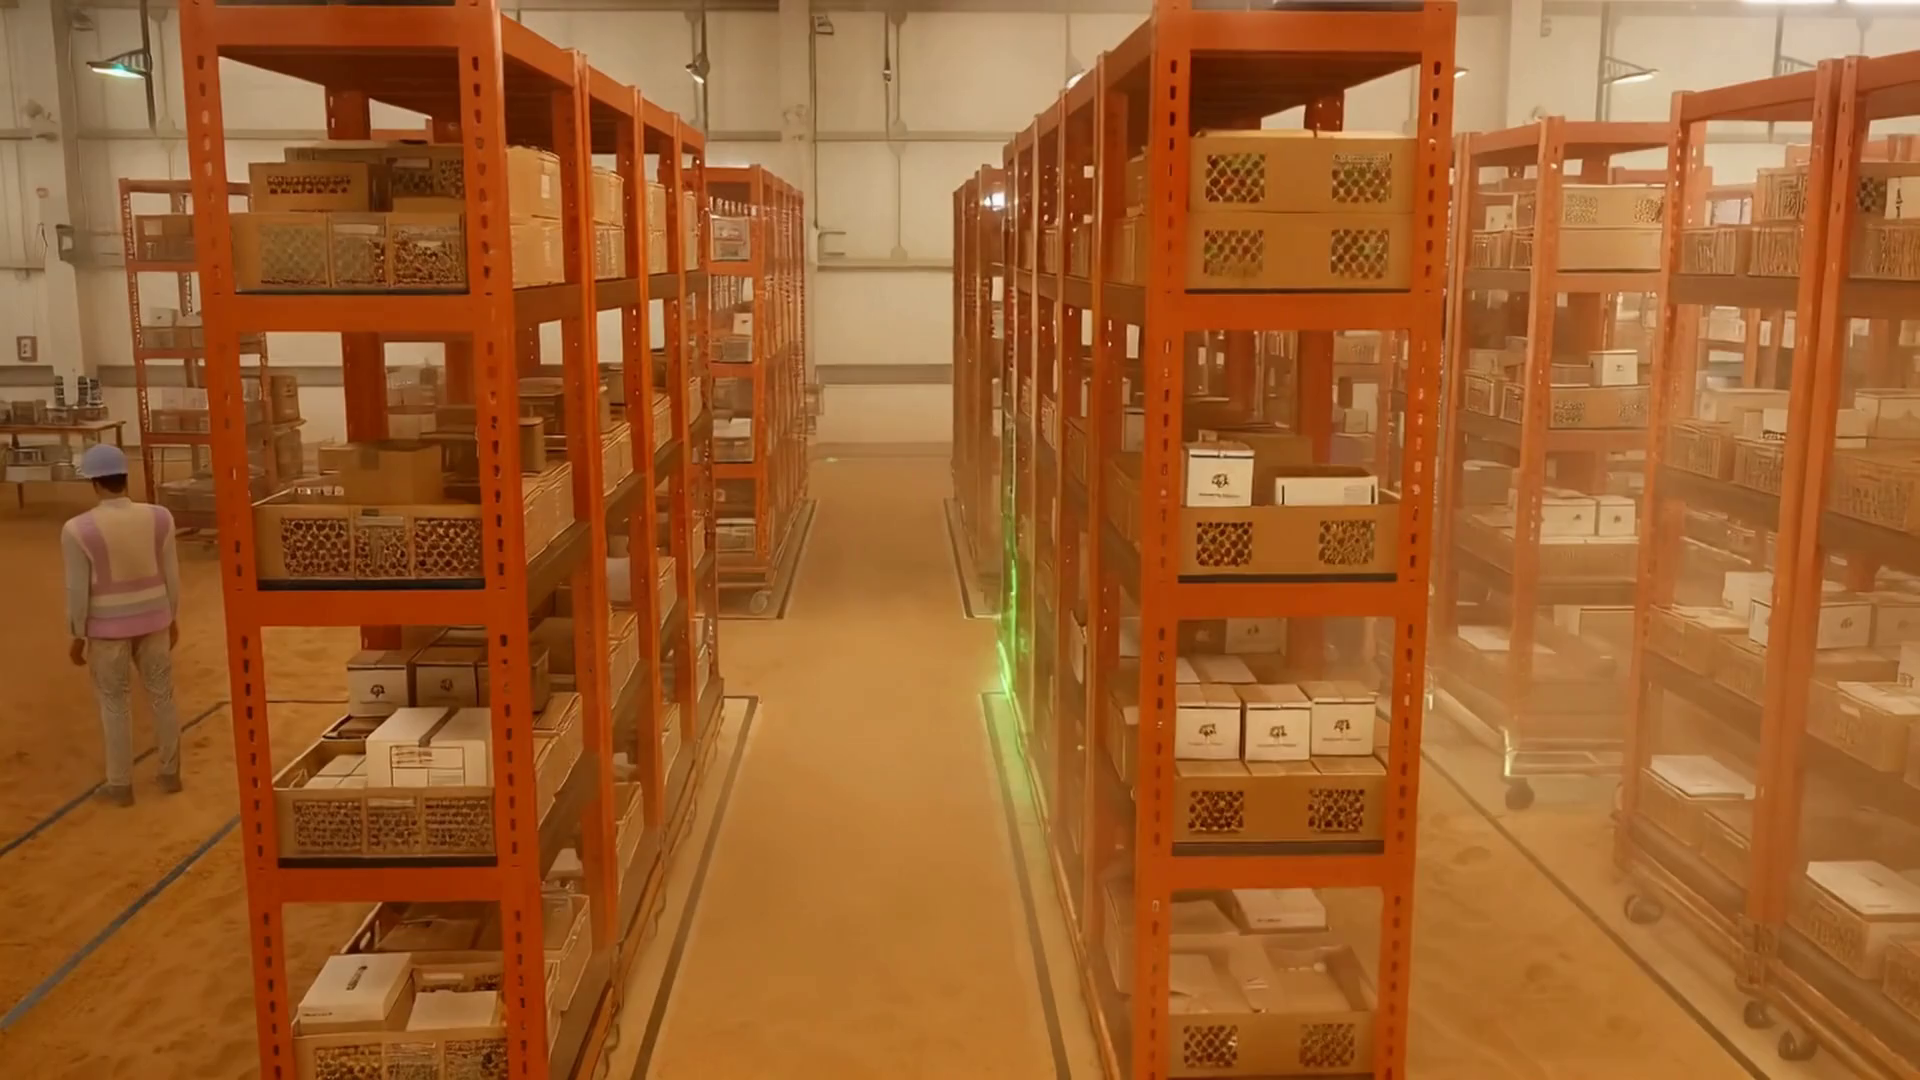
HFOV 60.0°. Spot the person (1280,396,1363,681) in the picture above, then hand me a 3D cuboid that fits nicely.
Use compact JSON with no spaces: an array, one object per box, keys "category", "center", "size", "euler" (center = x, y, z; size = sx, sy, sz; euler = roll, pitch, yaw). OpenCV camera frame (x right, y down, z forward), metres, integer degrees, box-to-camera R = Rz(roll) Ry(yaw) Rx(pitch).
[{"category":"person","center":[2.452,-0.005,11.336],"size":[0.617,1.993,0.396],"euler":[-1,10,-8]}]

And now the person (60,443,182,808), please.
[{"category":"person","center":[-4.456,0.451,8.881],"size":[0.387,1.947,0.604],"euler":[7,12,36]}]
